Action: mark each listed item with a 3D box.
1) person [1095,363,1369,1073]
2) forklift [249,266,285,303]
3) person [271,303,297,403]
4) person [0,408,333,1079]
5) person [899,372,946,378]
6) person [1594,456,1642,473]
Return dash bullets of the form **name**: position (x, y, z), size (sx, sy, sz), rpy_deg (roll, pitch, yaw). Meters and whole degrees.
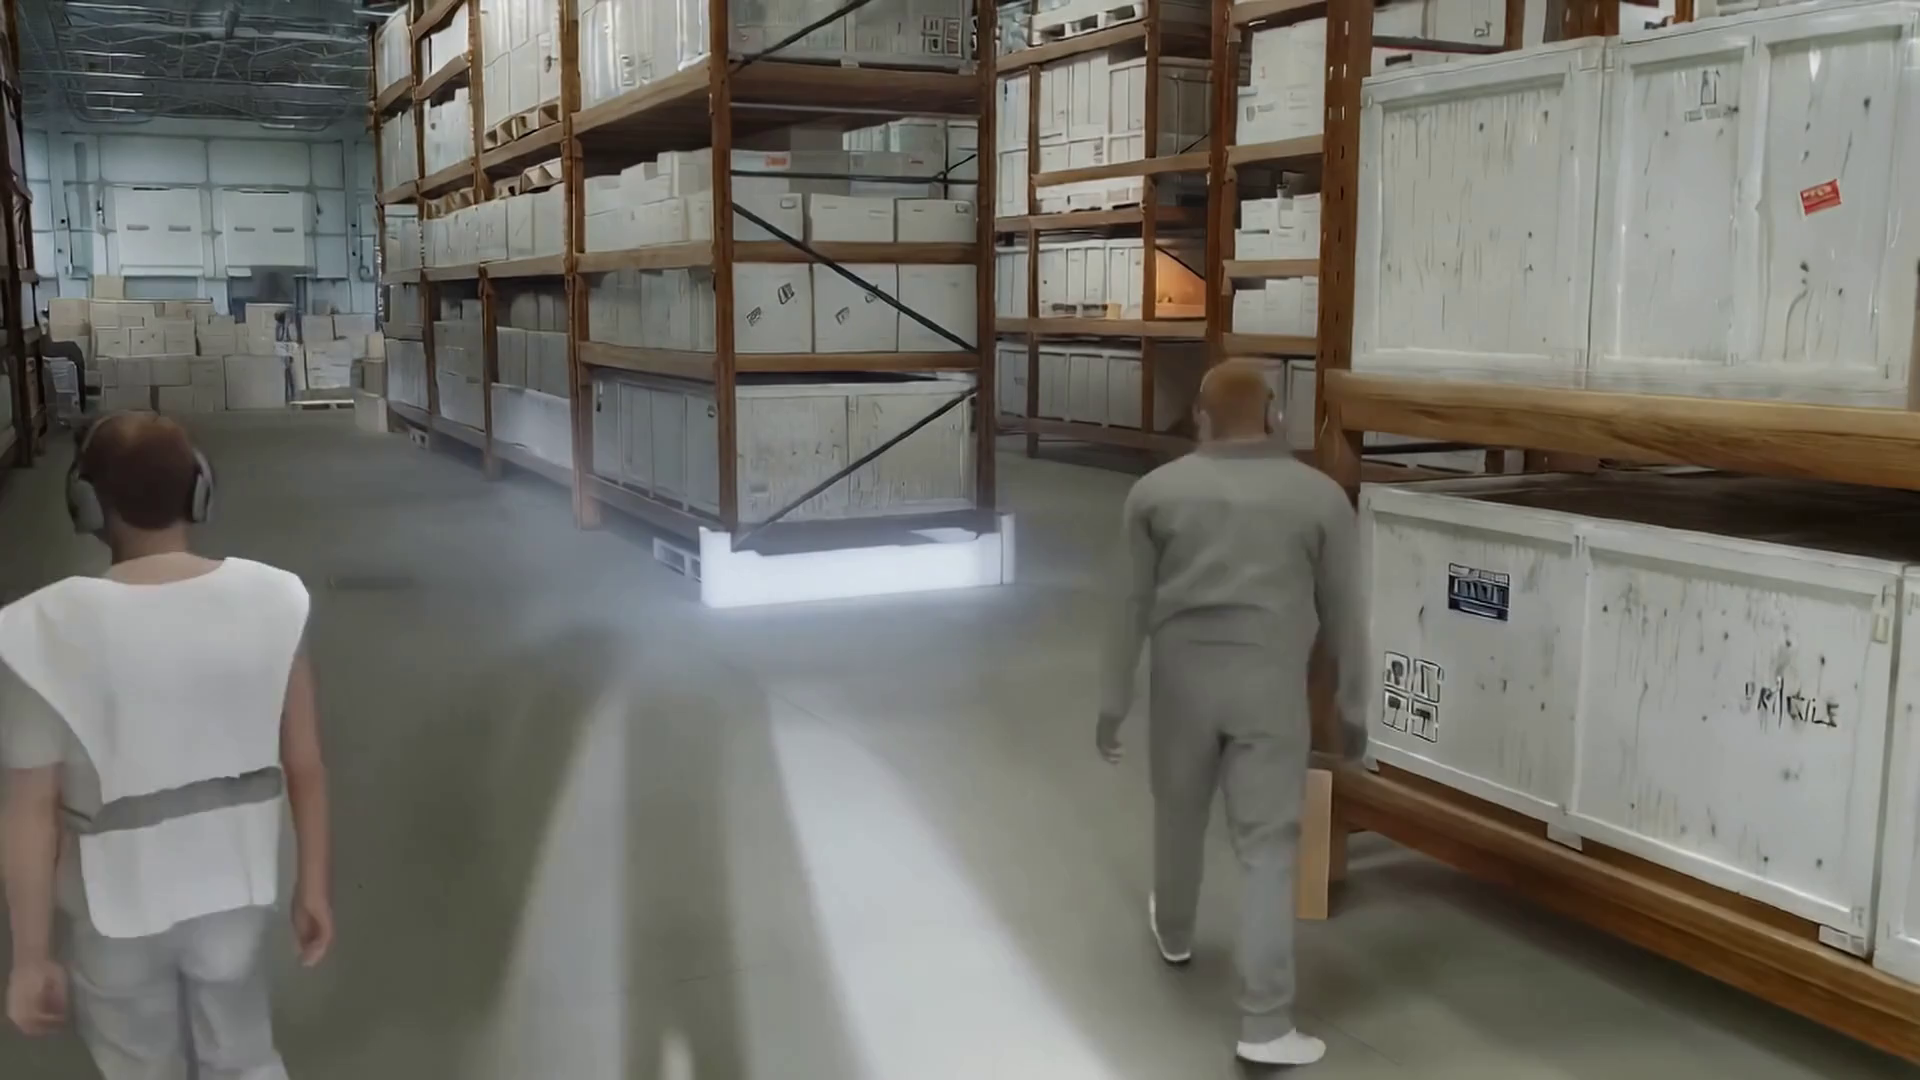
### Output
- **person**: position (0.769, 0.439, 4.652), size (0.731, 1.836, 1.031), rpy_deg (2, 8, 11)
- **forklift**: position (-17.035, -5.357, 41.029), size (1.873, 2.768, 1.129), rpy_deg (2, 8, 11)
- **person**: position (-13.155, -3.631, 32.380), size (0.544, 1.933, 0.376), rpy_deg (6, 10, 38)
- **person**: position (-1.424, 0.676, 3.042), size (0.525, 1.831, 0.565), rpy_deg (7, 11, 39)
- **person**: position (-0.344, -1.074, 15.578), size (0.530, 1.690, 0.319), rpy_deg (5, 10, 32)
- **person**: position (4.284, -0.593, 11.153), size (0.513, 2.027, 0.662), rpy_deg (-8, 11, -43)
